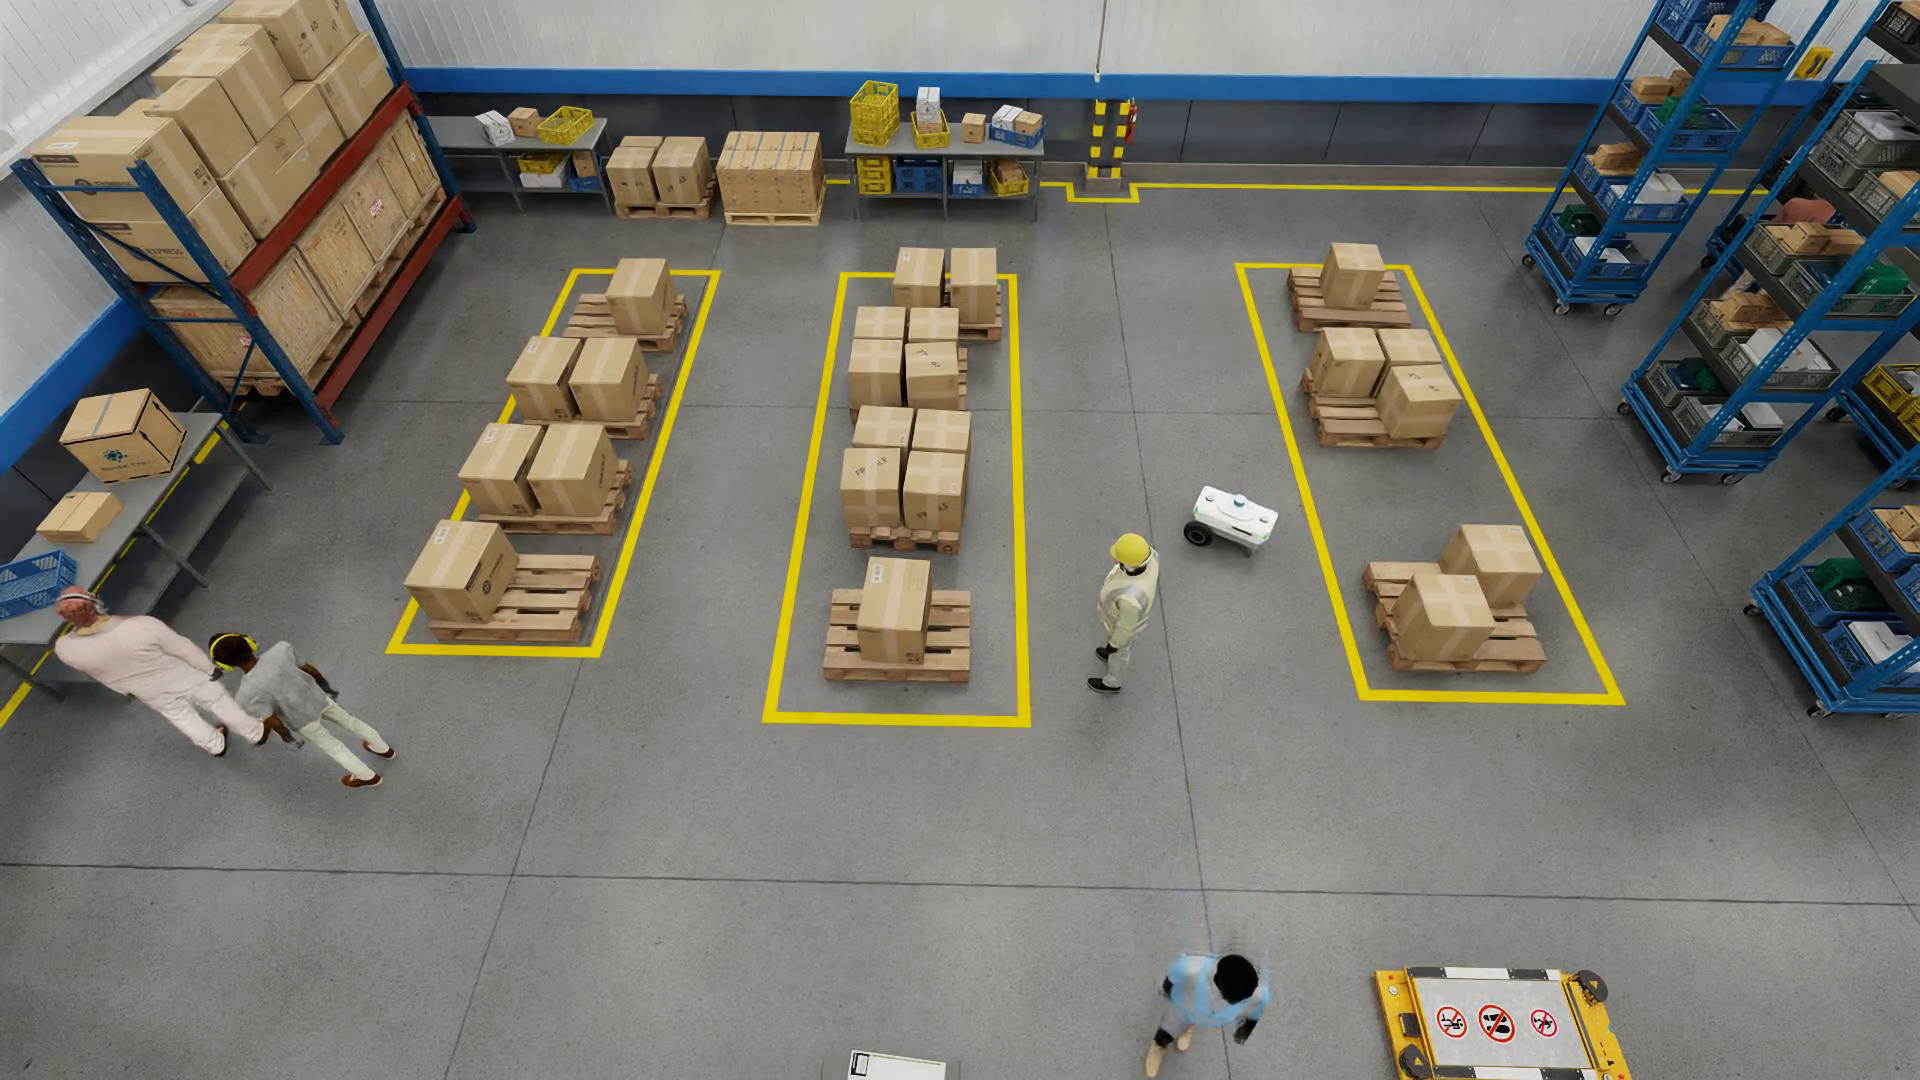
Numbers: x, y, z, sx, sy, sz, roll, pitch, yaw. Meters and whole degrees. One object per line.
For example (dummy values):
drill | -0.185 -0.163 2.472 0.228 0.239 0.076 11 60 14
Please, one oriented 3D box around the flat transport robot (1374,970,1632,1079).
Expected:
flat transport robot | 3.501 3.133 5.914 1.431 0.197 0.652 1 51 1

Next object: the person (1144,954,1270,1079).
person | 1.403 2.789 5.280 0.555 1.682 0.568 13 52 10

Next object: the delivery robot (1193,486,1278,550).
delivery robot | 2.519 -0.218 8.405 0.707 0.478 0.477 24 55 18

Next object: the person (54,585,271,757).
person | -5.764 0.964 6.640 0.648 1.899 0.397 -16 53 -13

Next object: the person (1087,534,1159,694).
person | 1.241 0.571 7.010 0.404 1.821 0.587 17 53 14

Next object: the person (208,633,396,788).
person | -4.616 1.209 6.463 0.327 1.865 0.517 8 51 7

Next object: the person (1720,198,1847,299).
person | 8.795 -2.994 9.819 0.411 1.979 0.627 -29 56 -21
